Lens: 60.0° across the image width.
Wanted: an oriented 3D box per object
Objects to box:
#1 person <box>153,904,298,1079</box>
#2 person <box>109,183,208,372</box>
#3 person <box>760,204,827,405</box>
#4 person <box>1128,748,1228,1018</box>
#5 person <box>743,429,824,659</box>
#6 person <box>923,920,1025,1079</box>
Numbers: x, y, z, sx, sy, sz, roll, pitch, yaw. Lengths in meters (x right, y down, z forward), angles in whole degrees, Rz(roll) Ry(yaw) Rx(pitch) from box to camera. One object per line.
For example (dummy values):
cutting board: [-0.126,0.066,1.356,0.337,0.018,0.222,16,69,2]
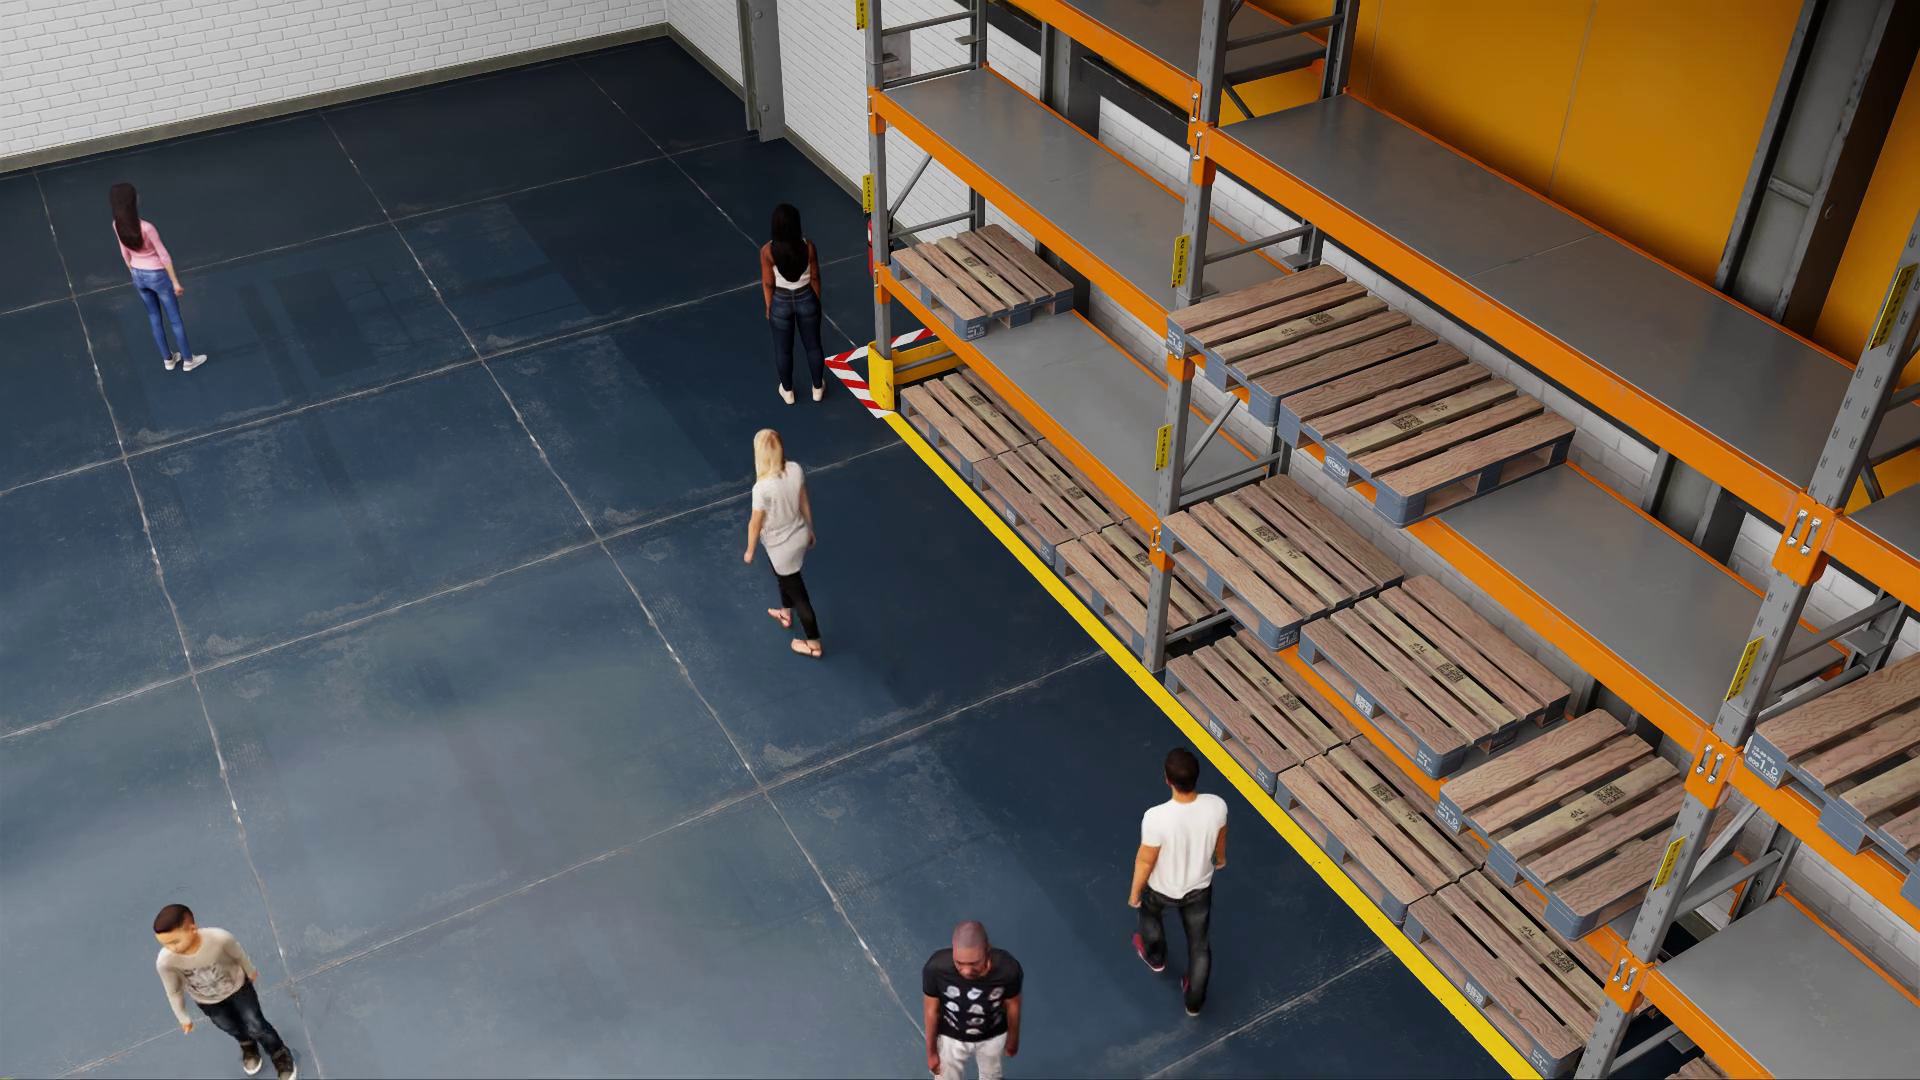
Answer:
person: [-3.887,2.323,8.765,0.616,1.442,0.656,-21,43,-24]
person: [-6.926,-2.246,14.246,0.649,1.741,0.699,8,39,10]
person: [-1.376,-1.947,13.819,0.726,1.807,0.733,-4,39,-5]
person: [1.210,1.921,9.010,0.890,1.764,0.950,-7,39,-9]
person: [-1.095,0.080,11.290,0.940,1.797,0.817,20,43,24]
person: [0.071,2.435,8.345,0.780,1.790,0.829,-5,39,-7]
